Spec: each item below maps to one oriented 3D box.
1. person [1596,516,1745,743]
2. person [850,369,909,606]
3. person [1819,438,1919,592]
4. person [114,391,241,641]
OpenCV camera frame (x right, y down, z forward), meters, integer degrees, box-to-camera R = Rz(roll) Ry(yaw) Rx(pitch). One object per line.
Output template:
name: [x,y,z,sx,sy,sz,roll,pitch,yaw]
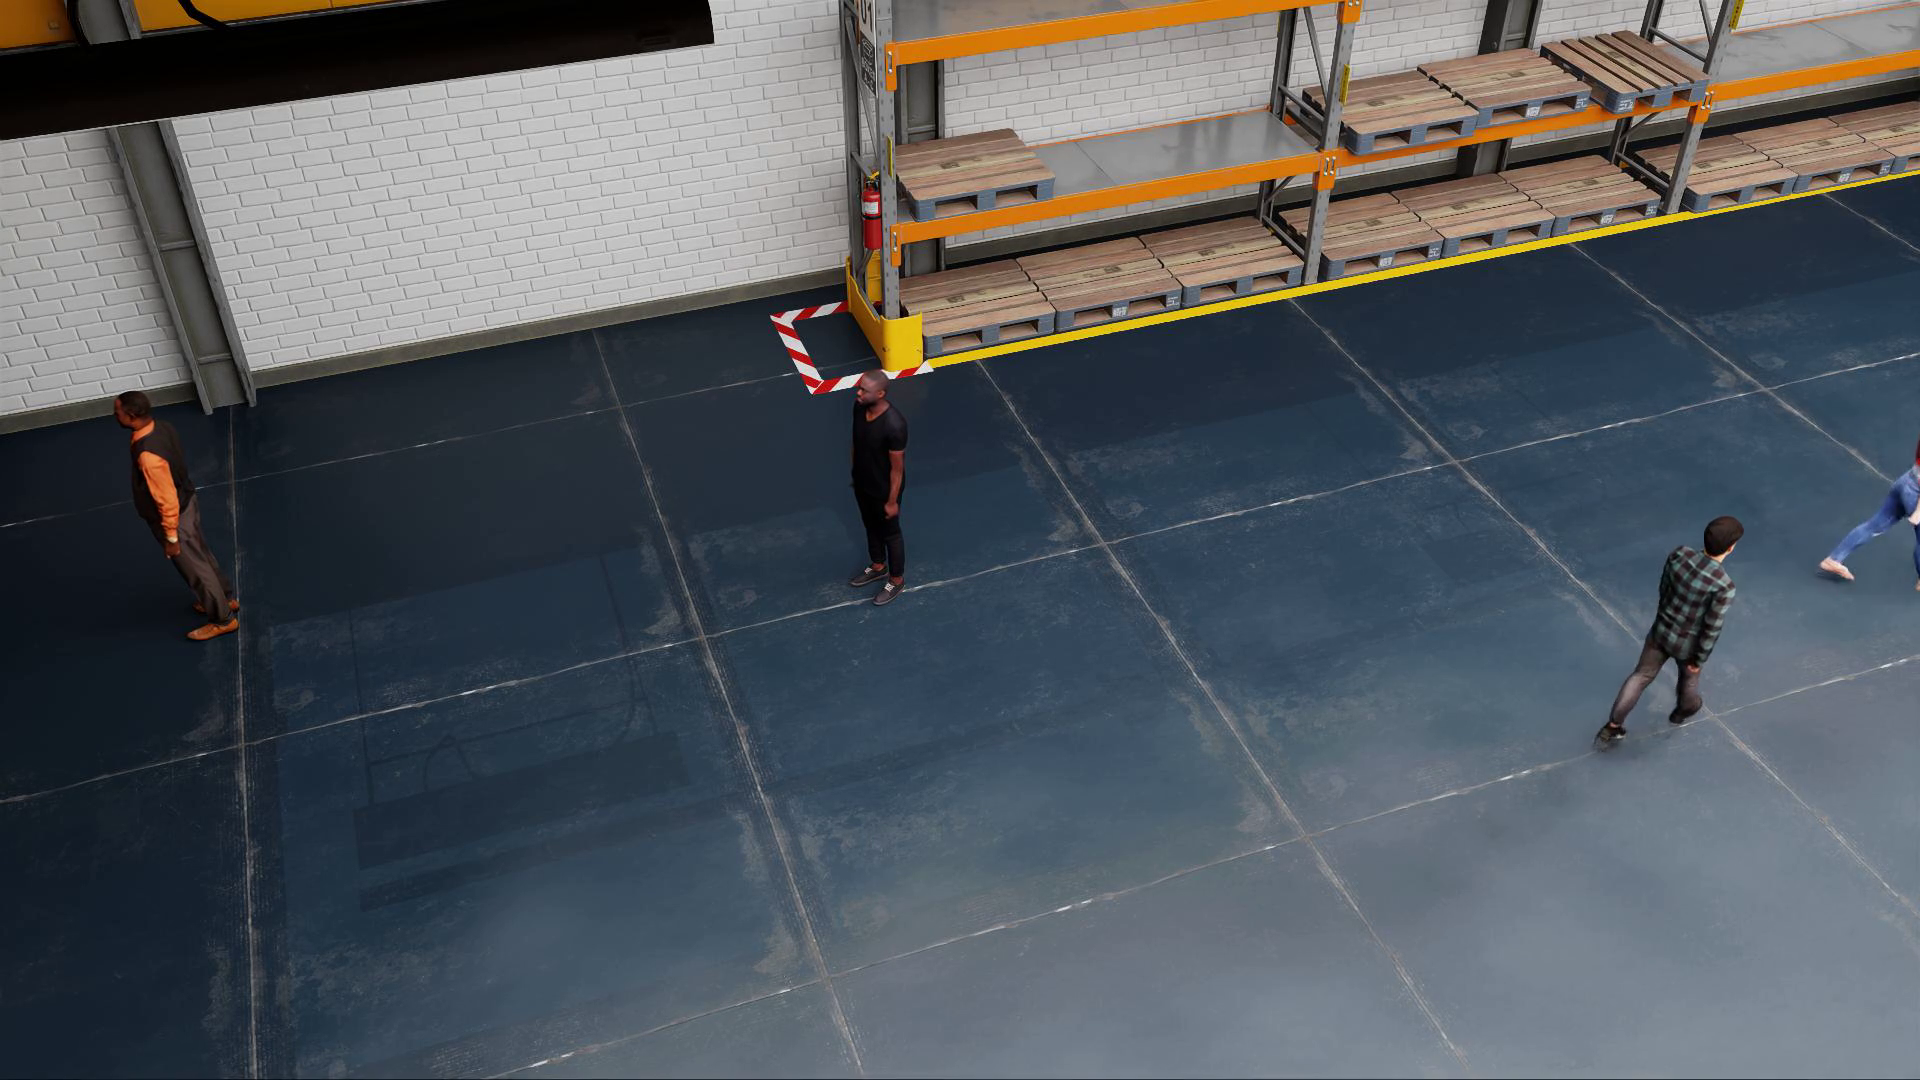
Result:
person: [4.325,0.593,10.109,1.166,1.681,0.875,-23,44,-26]
person: [-0.544,-0.381,11.261,0.682,1.820,0.731,-27,46,-29]
person: [6.439,-0.312,11.378,1.187,1.566,0.995,9,39,11]
person: [-5.144,-0.168,10.925,0.623,1.908,0.715,-9,40,-12]
